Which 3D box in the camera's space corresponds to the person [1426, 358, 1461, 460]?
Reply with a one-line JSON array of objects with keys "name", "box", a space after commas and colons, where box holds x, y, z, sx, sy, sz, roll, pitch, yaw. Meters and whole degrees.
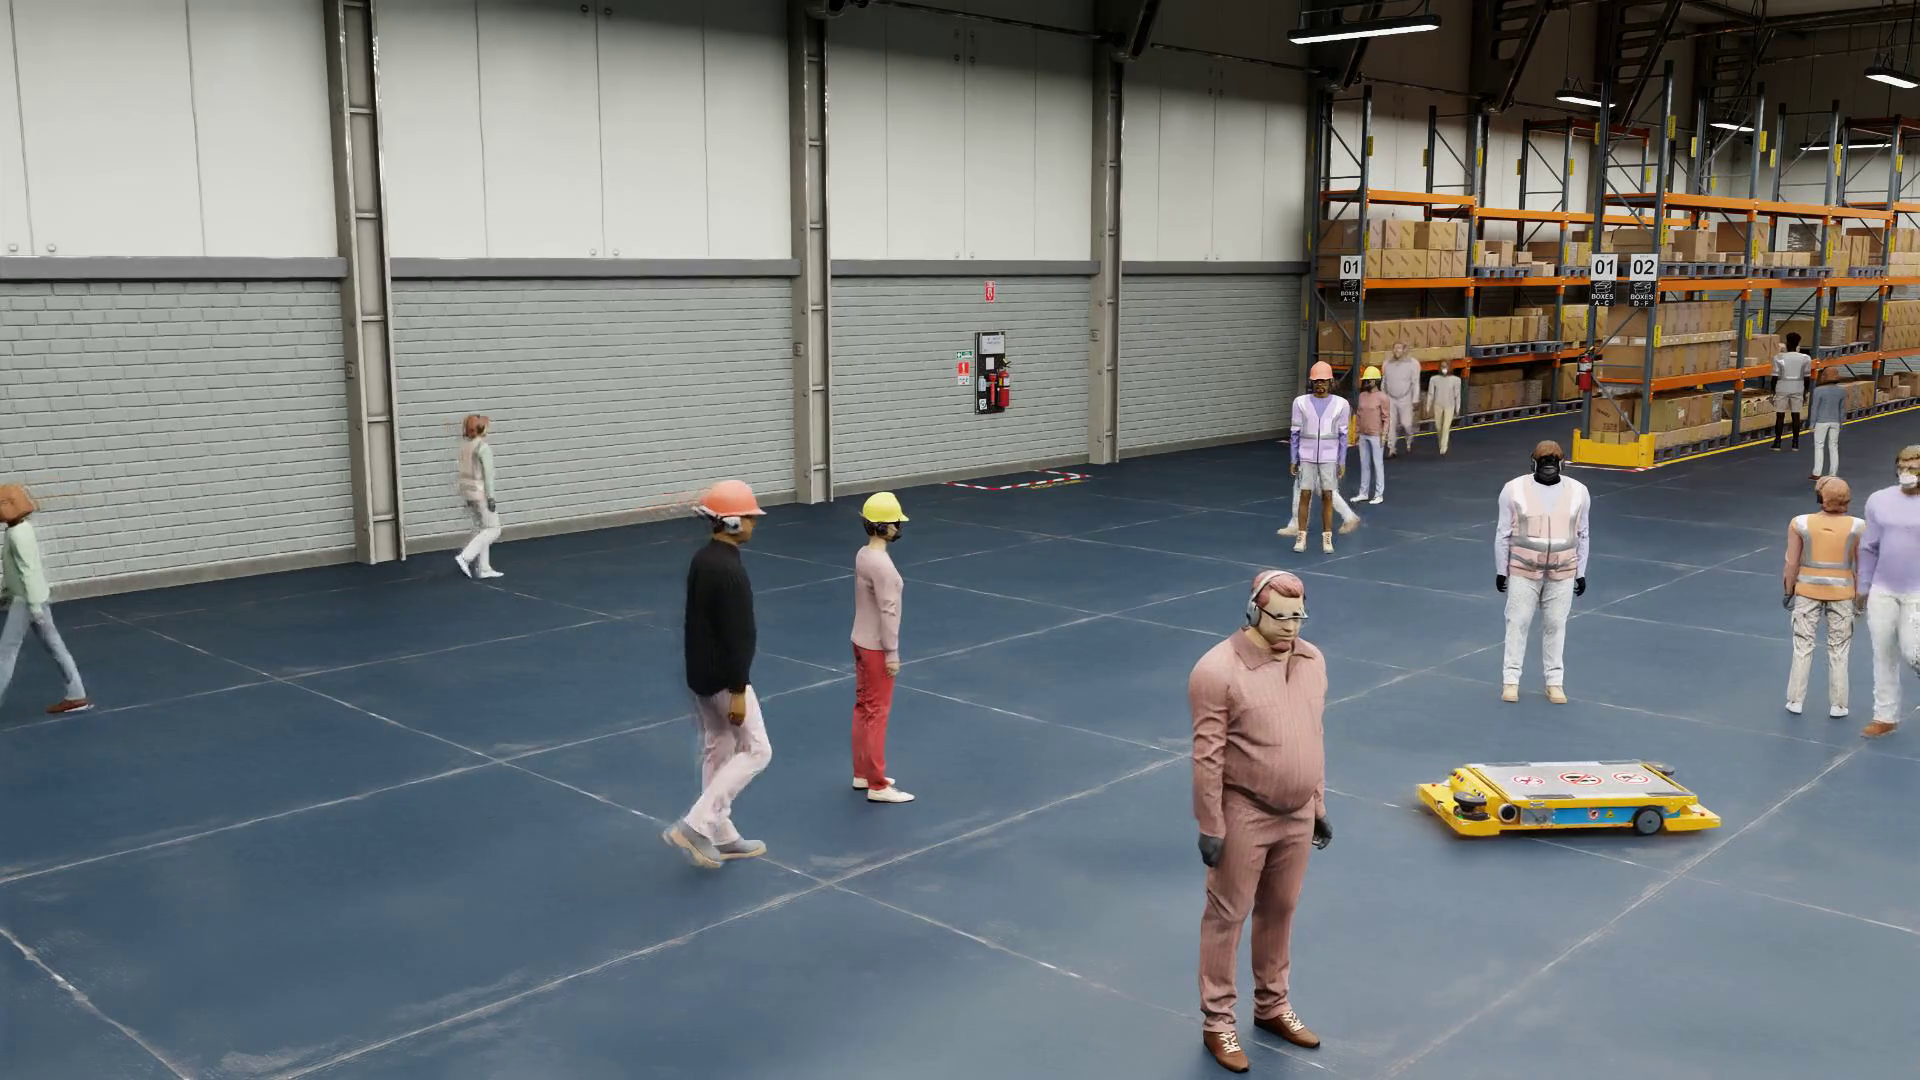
[{"name": "person", "box": [7.723, -2.104, 26.518, 0.503, 1.605, 0.804, 5, 10, 26]}]

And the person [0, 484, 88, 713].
[{"name": "person", "box": [-6.335, 0.422, 11.135, 0.831, 1.592, 0.512, -4, 10, -24]}]

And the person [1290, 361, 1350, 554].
[{"name": "person", "box": [3.806, -0.871, 17.654, 0.608, 2.044, 0.371, 2, 10, 13]}]

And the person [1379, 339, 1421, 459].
[{"name": "person", "box": [6.978, -2.236, 26.414, 0.654, 1.899, 0.524, 5, 11, 29]}]

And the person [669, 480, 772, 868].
[{"name": "person", "box": [-1.188, 0.684, 8.368, 0.495, 1.978, 0.640, -5, 10, -27]}]

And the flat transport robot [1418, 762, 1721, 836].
[{"name": "flat transport robot", "box": [3.333, 1.409, 9.146, 1.431, 0.197, 0.652, -1, 9, -4]}]

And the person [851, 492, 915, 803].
[{"name": "person", "box": [-0.453, 0.605, 9.499, 0.327, 1.769, 0.525, -3, 10, -18]}]

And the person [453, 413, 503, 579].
[{"name": "person", "box": [-4.673, -0.405, 16.061, 0.460, 1.624, 0.533, -8, 12, -40]}]

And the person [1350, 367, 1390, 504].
[{"name": "person", "box": [5.272, -1.341, 21.366, 0.314, 1.767, 0.534, -6, 11, -32]}]

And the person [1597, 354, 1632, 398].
[{"name": "person", "box": [11.214, -2.563, 28.479, 0.423, 1.873, 0.600, -9, 13, -43]}]

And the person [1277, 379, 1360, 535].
[{"name": "person", "box": [4.075, -0.928, 18.725, 0.863, 1.814, 0.632, -1, 9, -7]}]

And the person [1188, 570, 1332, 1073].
[{"name": "person", "box": [1.175, 1.053, 6.366, 0.639, 1.902, 0.406, -6, 11, -31]}]

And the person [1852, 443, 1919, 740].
[{"name": "person", "box": [6.112, 0.330, 10.699, 0.571, 1.922, 0.631, -6, 11, -31]}]

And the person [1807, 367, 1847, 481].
[{"name": "person", "box": [12.336, -1.647, 23.664, 0.493, 1.624, 0.280, -1, 9, -6]}]

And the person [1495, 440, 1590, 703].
[{"name": "person", "box": [4.055, 0.223, 11.600, 0.633, 1.842, 0.429, 1, 9, 9]}]

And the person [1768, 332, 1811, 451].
[{"name": "person", "box": [13.720, -2.451, 27.515, 0.613, 1.965, 0.361, 2, 10, 13]}]

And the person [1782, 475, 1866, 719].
[{"name": "person", "box": [5.828, 0.386, 11.210, 0.523, 1.643, 0.306, 5, 10, 26]}]
